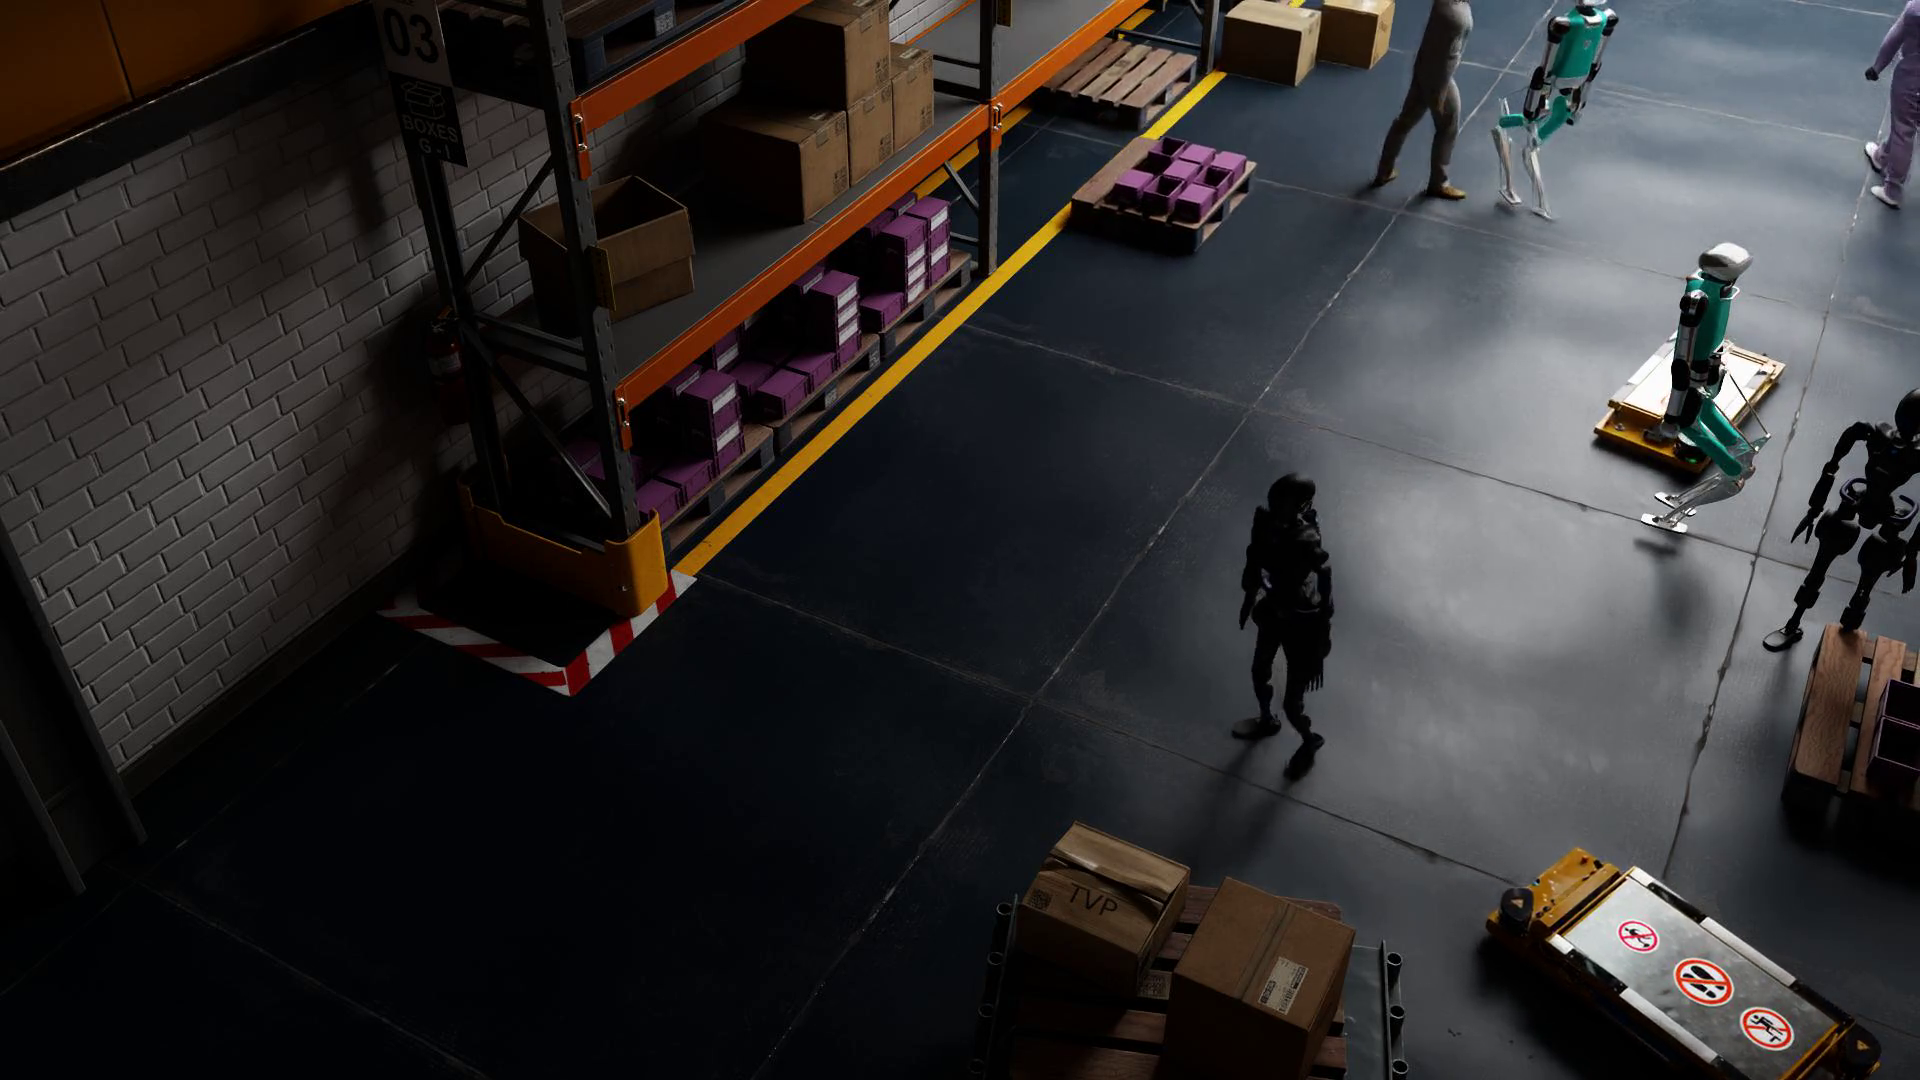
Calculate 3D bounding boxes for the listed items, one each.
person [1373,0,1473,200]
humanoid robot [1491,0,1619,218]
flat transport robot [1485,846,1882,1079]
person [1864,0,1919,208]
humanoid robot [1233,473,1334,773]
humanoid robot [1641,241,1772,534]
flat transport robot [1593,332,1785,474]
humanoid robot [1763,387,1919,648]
[{"bbox_3d":[3.501,-3.404,12.217,0.679,1.850,0.593,-2,39,-2],"label":"person"},{"bbox_3d":[4.202,-3.203,12.069,0.545,1.814,0.769,-14,41,-17],"label":"humanoid robot"},{"bbox_3d":[2.978,1.852,6.905,0.659,0.231,1.431,-26,46,-29],"label":"flat transport robot"},{"bbox_3d":[7.069,-3.486,12.307,0.642,1.861,0.955,-2,39,-3],"label":"person"},{"bbox_3d":[1.536,0.360,7.644,0.395,1.638,0.589,-22,44,-25],"label":"humanoid robot"},{"bbox_3d":[4.076,-0.737,8.860,0.735,1.675,0.533,28,46,30],"label":"humanoid robot"},{"bbox_3d":[4.568,-0.912,10.360,0.659,0.231,1.431,28,46,30],"label":"flat transport robot"},{"bbox_3d":[4.435,-0.045,8.140,0.315,1.654,0.599,-31,48,-33],"label":"humanoid robot"}]
